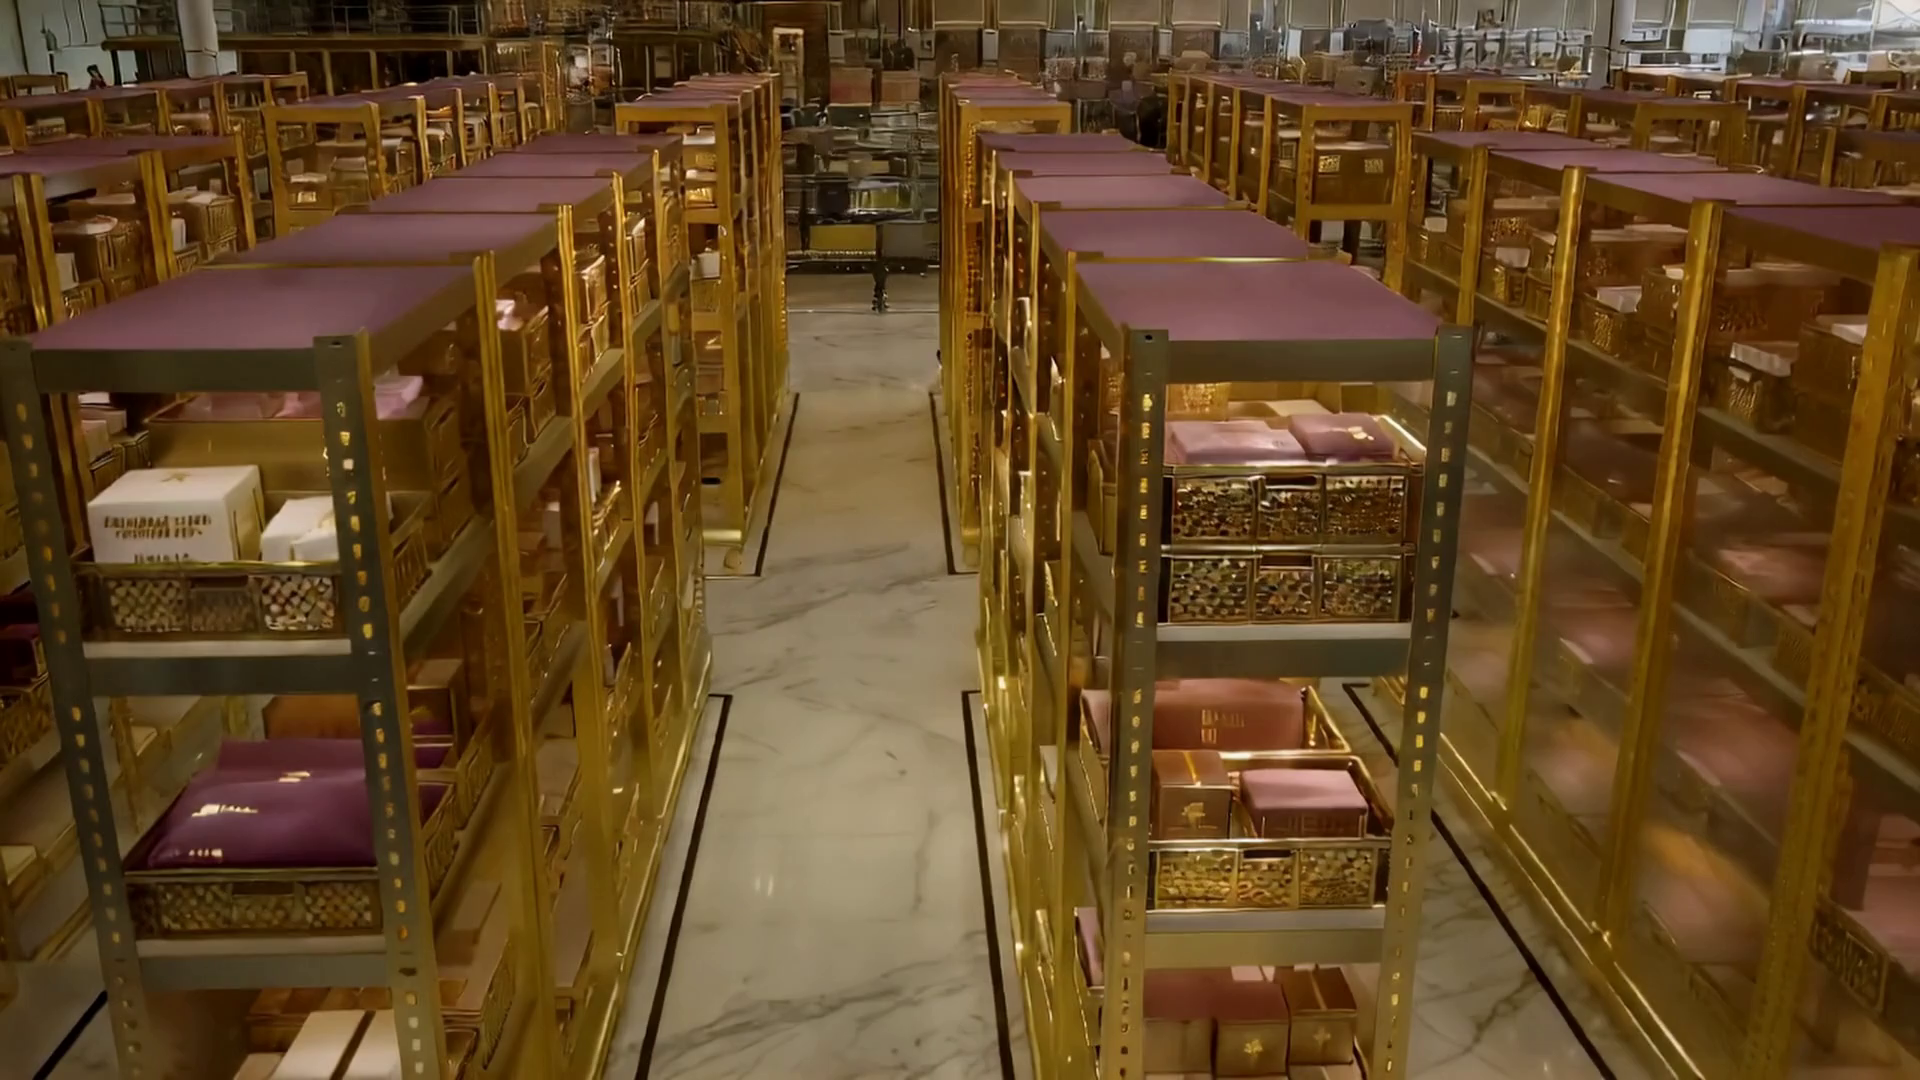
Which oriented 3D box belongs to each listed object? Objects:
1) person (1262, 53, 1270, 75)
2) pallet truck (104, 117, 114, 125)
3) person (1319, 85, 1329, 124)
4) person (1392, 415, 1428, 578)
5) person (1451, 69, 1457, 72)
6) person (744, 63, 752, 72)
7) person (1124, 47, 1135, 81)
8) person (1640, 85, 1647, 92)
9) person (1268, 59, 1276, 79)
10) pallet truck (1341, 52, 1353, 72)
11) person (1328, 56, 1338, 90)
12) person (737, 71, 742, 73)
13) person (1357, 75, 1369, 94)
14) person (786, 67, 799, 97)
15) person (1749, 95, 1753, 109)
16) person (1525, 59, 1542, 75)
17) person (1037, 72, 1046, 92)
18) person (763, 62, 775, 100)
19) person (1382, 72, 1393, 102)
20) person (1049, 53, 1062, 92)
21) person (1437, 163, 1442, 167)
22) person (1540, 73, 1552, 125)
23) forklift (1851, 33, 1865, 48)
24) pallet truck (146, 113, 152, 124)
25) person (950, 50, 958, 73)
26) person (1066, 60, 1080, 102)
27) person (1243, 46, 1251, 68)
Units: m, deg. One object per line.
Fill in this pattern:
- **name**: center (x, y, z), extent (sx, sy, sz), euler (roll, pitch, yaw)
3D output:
- **person**: center (15.717, -24.112, 85.552), extent (0.484, 1.832, 0.642), euler (12, 21, 32)
- **pallet truck**: center (-18.367, -7.885, 35.078), extent (1.885, 1.965, 0.823), euler (1, 18, 2)
- **person**: center (11.752, -13.742, 53.543), extent (0.610, 1.776, 0.938), euler (3, 18, 9)
- **person**: center (3.040, -0.015, 11.023), extent (0.681, 1.806, 0.615), euler (-2, 18, -5)
- **person**: center (18.612, -16.801, 62.820), extent (0.460, 1.902, 0.624), euler (12, 22, 33)
- **person**: center (-10.782, -23.672, 84.337), extent (0.492, 1.743, 0.295), euler (14, 23, 38)
- **person**: center (9.630, -27.010, 94.370), extent (0.679, 1.942, 0.973), euler (11, 21, 30)
- **person**: center (23.104, -14.611, 56.445), extent (0.863, 1.651, 0.542), euler (2, 18, 7)
- **person**: center (15.073, -22.390, 80.460), extent (0.321, 1.690, 0.533), euler (14, 23, 37)
- **pallet truck**: center (18.794, -23.123, 82.231), extent (0.823, 1.965, 1.885), euler (-13, 22, -35)
- **person**: center (17.595, -21.678, 77.918), extent (0.918, 1.905, 0.635), euler (0, 18, 0)
- **person**: center (-8.562, -17.355, 64.753), extent (0.534, 1.767, 0.318), euler (10, 21, 29)
- **person**: center (14.071, -15.332, 58.303), extent (0.993, 1.887, 0.559), euler (4, 18, 11)
- **person**: center (-6.841, -18.173, 67.234), extent (0.964, 1.792, 0.539), euler (-12, 22, -34)
- **person**: center (28.853, -16.095, 61.110), extent (0.499, 1.600, 0.794), euler (5, 19, 14)
- **person**: center (24.053, -19.140, 69.836), extent (0.672, 2.000, 0.536), euler (5, 19, 16)
- **person**: center (2.975, -16.248, 61.173), extent (0.987, 1.872, 0.605), euler (0, 18, 1)
- **person**: center (-7.851, -18.826, 68.999), extent (0.607, 1.957, 0.389), euler (-3, 18, -10)
- **person**: center (15.700, -16.239, 61.147), extent (0.336, 1.865, 0.521), euler (-6, 19, -18)
- **person**: center (4.830, -23.442, 83.410), extent (0.562, 1.891, 1.011), euler (-14, 23, -37)
- **person**: center (12.789, -10.546, 43.895), extent (0.283, 1.633, 0.498), euler (3, 18, 9)
- **person**: center (20.970, -15.928, 60.153), extent (0.995, 1.896, 0.564), euler (0, 18, 1)
- **forklift**: center (46.481, -24.949, 86.470), extent (1.129, 2.768, 1.873), euler (-15, 23, -40)
- **pallet truck**: center (-18.087, -8.309, 36.390), extent (1.885, 1.965, 0.823), euler (-1, 18, -4)
- **person**: center (-0.253, -26.232, 92.152), extent (0.852, 1.819, 0.639), euler (6, 19, 17)
- **person**: center (5.148, -20.691, 74.950), extent (0.782, 1.852, 0.523), euler (-9, 20, -27)
- **person**: center (16.422, -27.252, 95.117), extent (0.355, 1.930, 0.587), euler (-9, 20, -27)
